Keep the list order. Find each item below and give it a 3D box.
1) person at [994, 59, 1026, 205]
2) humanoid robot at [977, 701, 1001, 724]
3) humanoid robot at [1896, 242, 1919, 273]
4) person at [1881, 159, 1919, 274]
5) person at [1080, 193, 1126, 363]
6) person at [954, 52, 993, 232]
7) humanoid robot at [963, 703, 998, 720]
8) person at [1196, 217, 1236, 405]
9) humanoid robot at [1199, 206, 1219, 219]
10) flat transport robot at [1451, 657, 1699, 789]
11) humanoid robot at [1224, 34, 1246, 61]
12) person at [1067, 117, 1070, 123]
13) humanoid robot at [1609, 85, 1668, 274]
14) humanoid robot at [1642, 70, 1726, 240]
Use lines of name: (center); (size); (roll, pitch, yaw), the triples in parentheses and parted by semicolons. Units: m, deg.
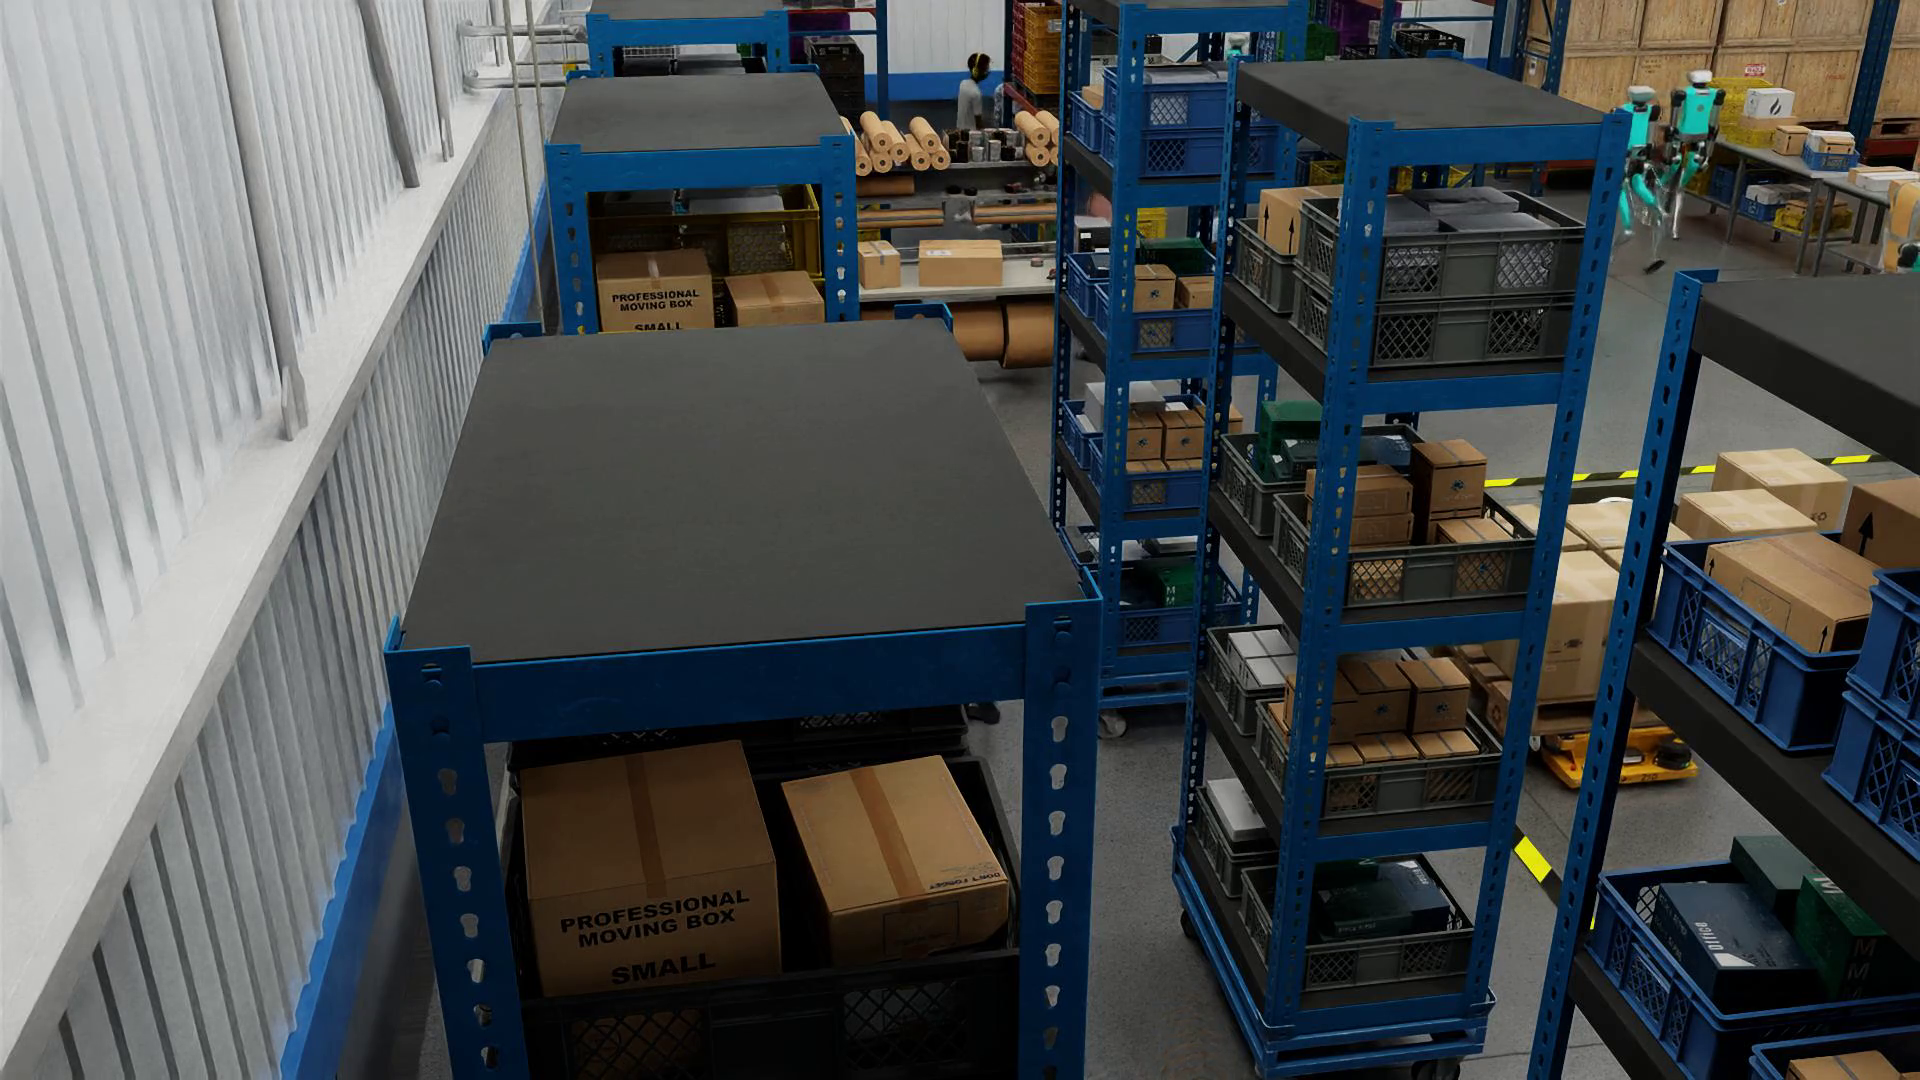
person: (0.602, -4.378, 18.047); (0.485, 1.744, 0.307); (3, 25, 7)
humanoid robot: (0.081, 0.159, 8.260); (0.593, 1.656, 0.345); (-3, 25, -5)
humanoid robot: (6.664, -1.238, 11.281); (0.537, 1.776, 0.994); (1, 25, 2)
person: (7.383, -2.124, 12.922); (0.368, 1.933, 0.550); (-1, 25, -3)
person: (1.208, -2.238, 13.411); (0.546, 1.735, 0.533); (14, 28, 28)
person: (0.150, -4.212, 17.566); (0.402, 1.848, 0.596); (-9, 26, -19)
humanoid robot: (0.039, 0.091, 8.397); (0.315, 1.658, 0.599); (-7, 26, -14)
person: (1.700, -1.262, 11.147); (0.371, 1.853, 0.588); (-4, 25, -9)
humanoid robot: (2.846, -4.320, 18.029); (0.655, 1.632, 0.589); (-10, 26, -20)
flat transport robot: (3.107, 0.791, 8.546); (0.652, 0.197, 1.431); (-4, 25, -8)
humanoid robot: (3.395, -4.978, 19.351); (0.772, 1.755, 0.579); (2, 25, 4)
person: (1.249, -4.318, 17.802); (0.389, 1.852, 0.500); (-4, 25, -9)
humanoid robot: (6.624, -3.422, 16.042); (0.531, 1.782, 0.996); (-8, 26, -16)
humanoid robot: (7.476, -4.029, 17.374); (0.550, 1.826, 0.880); (0, 25, 0)
